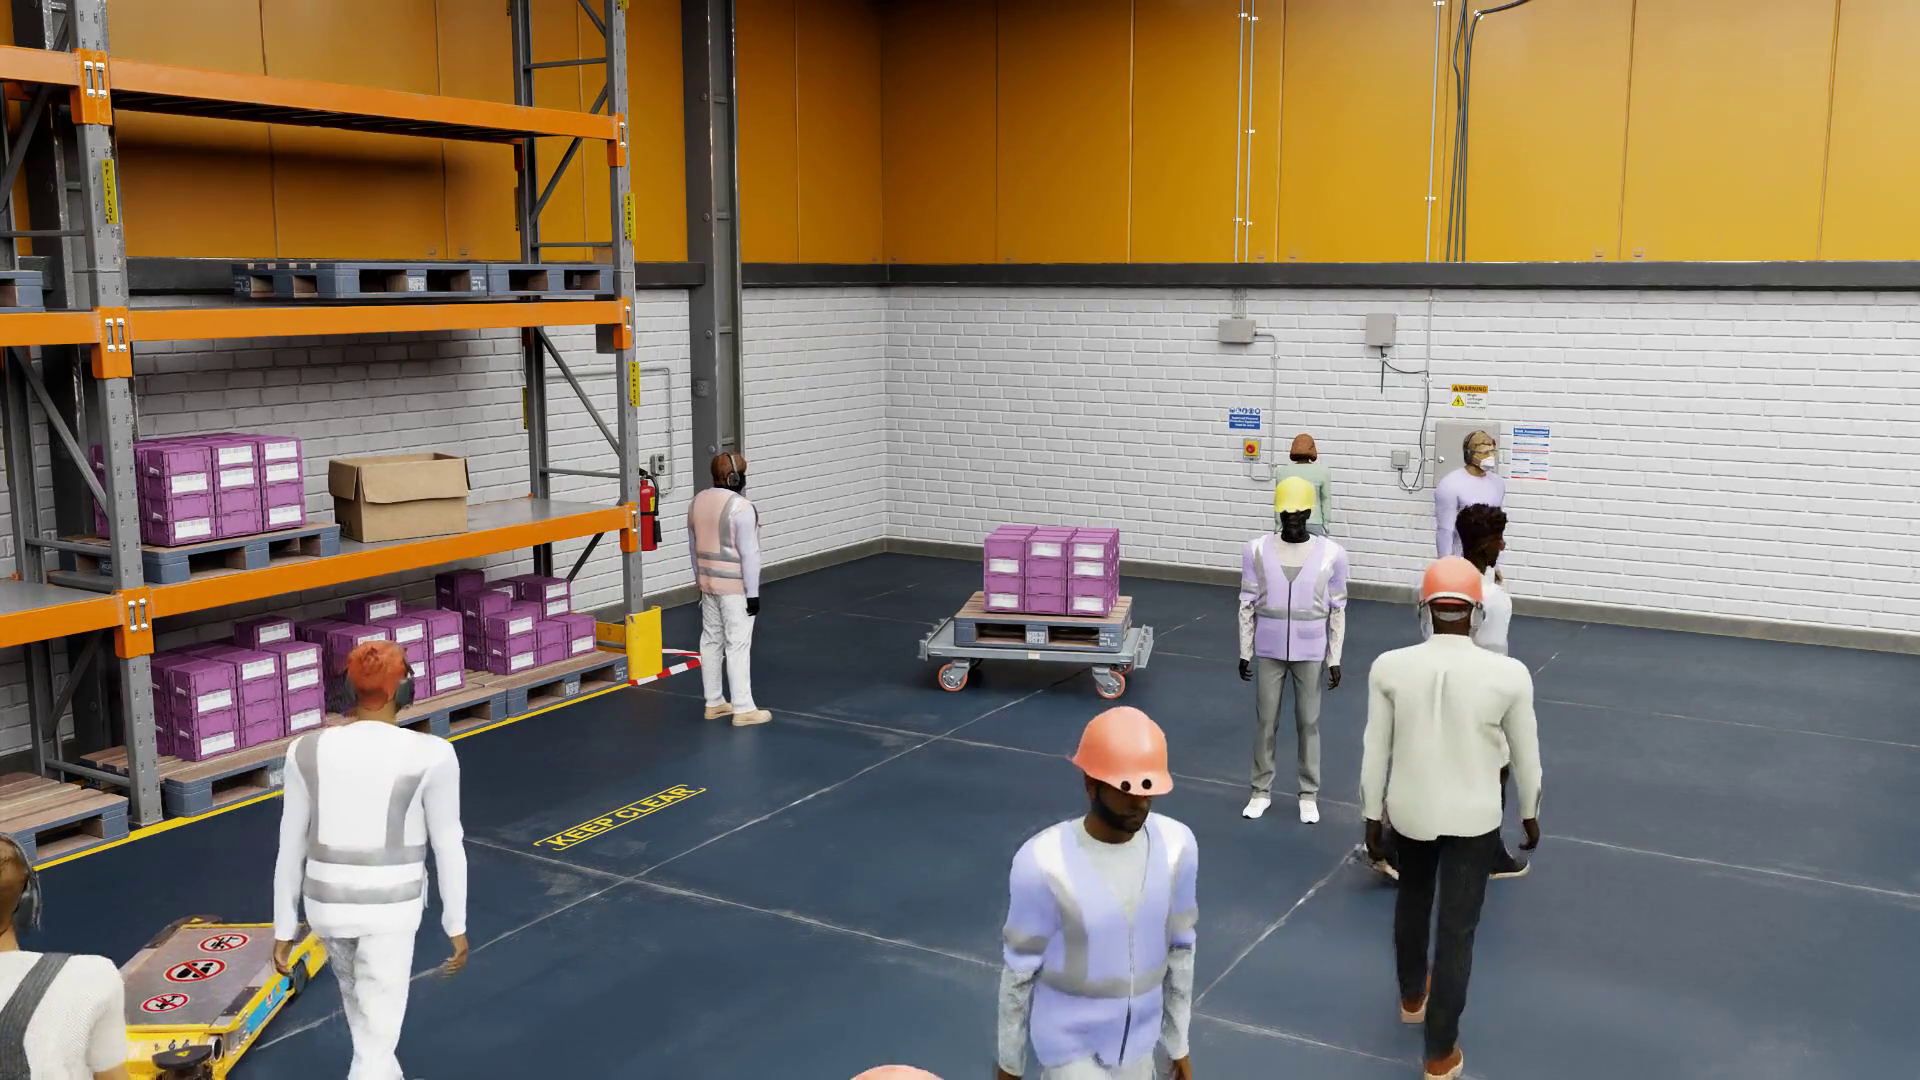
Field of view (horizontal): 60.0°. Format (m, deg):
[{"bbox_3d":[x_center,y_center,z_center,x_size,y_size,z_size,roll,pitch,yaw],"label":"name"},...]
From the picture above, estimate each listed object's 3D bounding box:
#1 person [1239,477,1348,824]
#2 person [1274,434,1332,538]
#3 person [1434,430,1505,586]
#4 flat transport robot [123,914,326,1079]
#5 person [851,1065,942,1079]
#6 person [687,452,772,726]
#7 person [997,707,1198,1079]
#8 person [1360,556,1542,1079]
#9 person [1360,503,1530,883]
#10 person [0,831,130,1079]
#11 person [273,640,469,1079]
[{"bbox_3d":[1.829,0.605,9.197,0.588,1.927,0.371,3,9,16],"label":"person"},{"bbox_3d":[3.017,-0.124,14.660,0.498,1.633,0.278,1,9,6],"label":"person"},{"bbox_3d":[3.601,0.191,11.750,0.628,1.940,0.377,-6,11,-31],"label":"person"},{"bbox_3d":[-3.069,1.841,6.636,0.652,0.197,1.431,0,9,-2],"label":"flat transport robot"},{"bbox_3d":[-0.119,1.685,2.383,0.649,1.949,0.972,-9,13,-43],"label":"person"},{"bbox_3d":[-1.555,0.324,11.219,0.624,1.844,0.430,8,12,43],"label":"person"},{"bbox_3d":[0.341,1.345,4.672,0.546,1.909,0.832,-4,10,-26],"label":"person"},{"bbox_3d":[1.917,1.033,6.445,0.642,1.956,0.914,5,10,29],"label":"person"},{"bbox_3d":[2.432,0.766,8.182,0.900,1.935,0.617,-4,10,-24],"label":"person"},{"bbox_3d":[-2.131,1.543,3.754,0.496,1.802,0.927,-3,10,-19],"label":"person"},{"bbox_3d":[-1.955,1.256,5.515,0.598,1.824,0.950,1,9,4],"label":"person"}]
